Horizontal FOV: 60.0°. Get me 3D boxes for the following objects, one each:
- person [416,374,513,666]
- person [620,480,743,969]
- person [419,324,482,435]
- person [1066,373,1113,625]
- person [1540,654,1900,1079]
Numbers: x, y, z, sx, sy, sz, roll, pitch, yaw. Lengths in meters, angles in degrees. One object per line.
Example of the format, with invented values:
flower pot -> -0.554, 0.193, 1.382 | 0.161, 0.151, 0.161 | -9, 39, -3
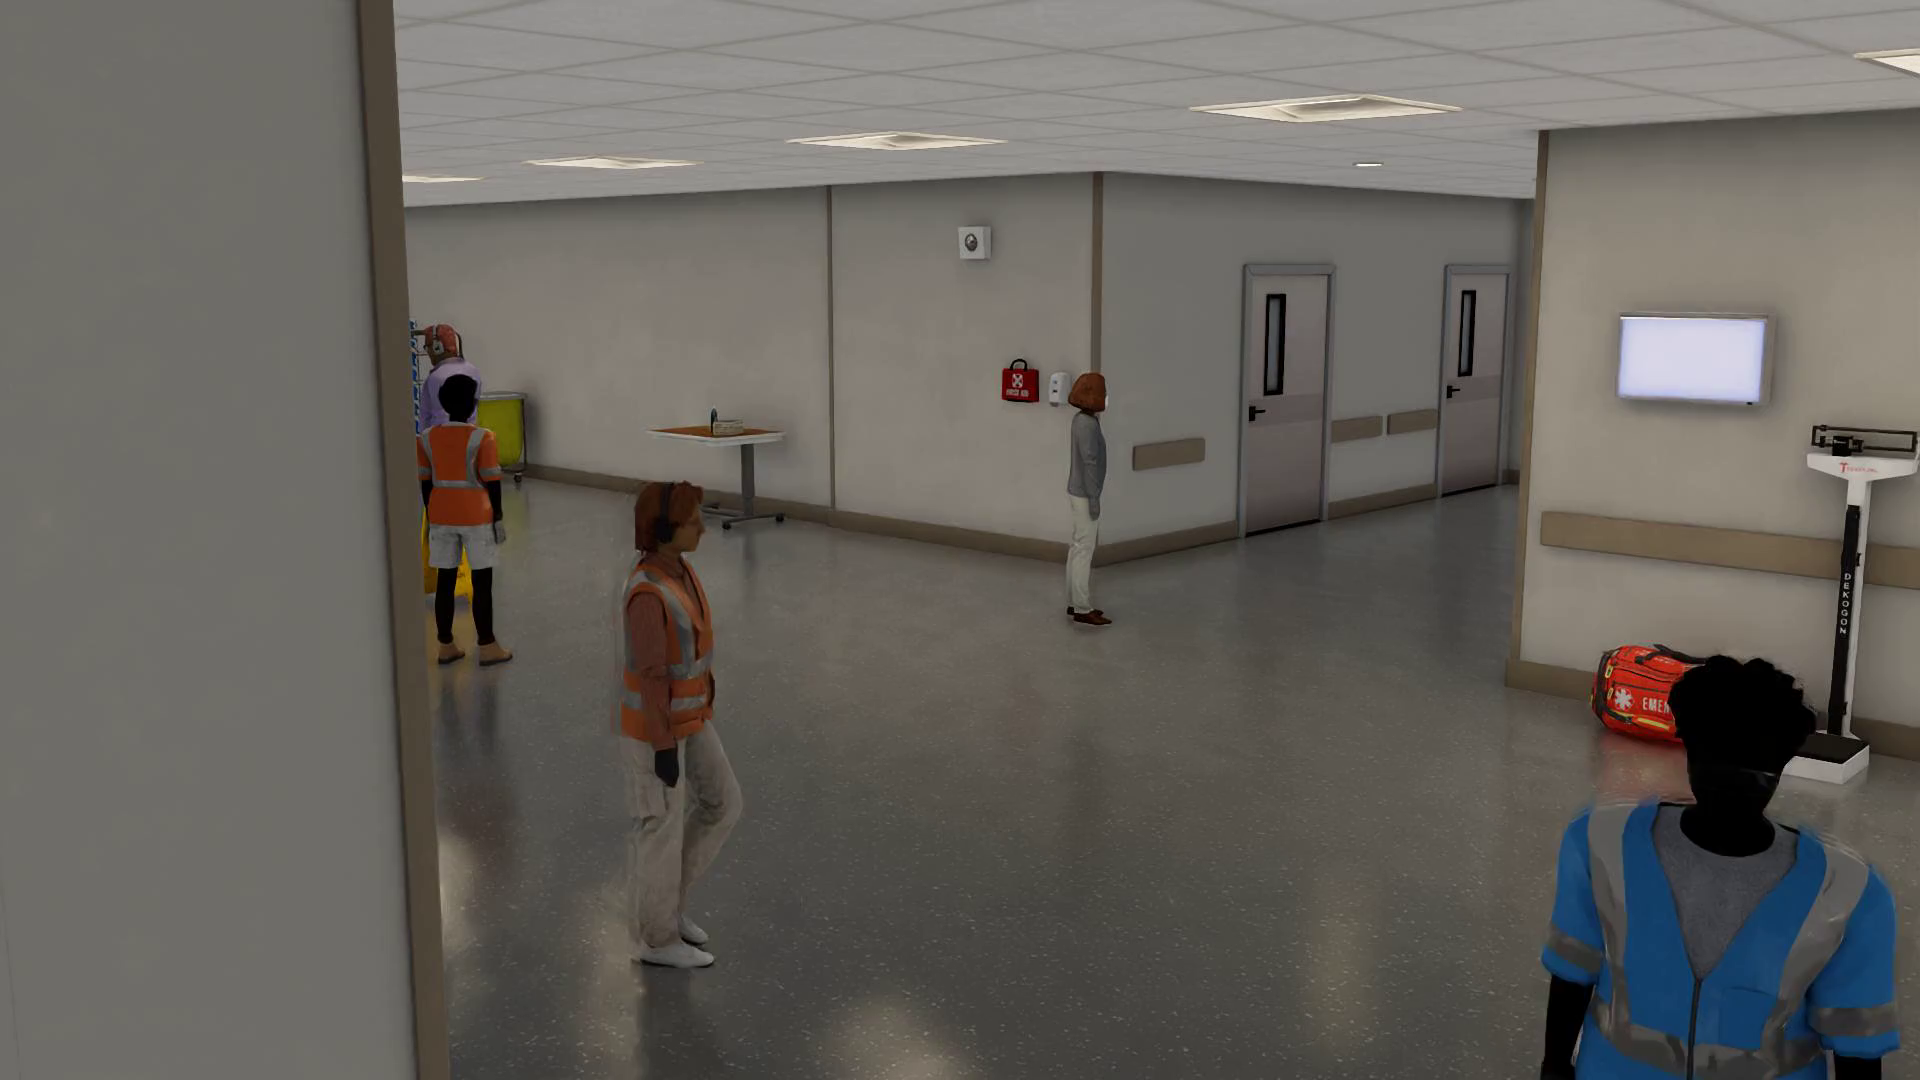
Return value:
person -> -2.877, -0.112, 9.651 | 0.538, 1.695, 0.317 | 2, 10, 15
person -> -0.918, 0.612, 5.408 | 0.375, 1.624, 0.548 | 1, 9, 6
person -> -3.725, -0.616, 12.117 | 0.407, 1.903, 0.639 | 1, 9, 7
person -> 0.836, -0.270, 10.811 | 0.283, 1.633, 0.497 | -1, 9, -4
person -> 1.235, 1.009, 2.780 | 0.556, 1.683, 0.369 | 5, 11, 29
